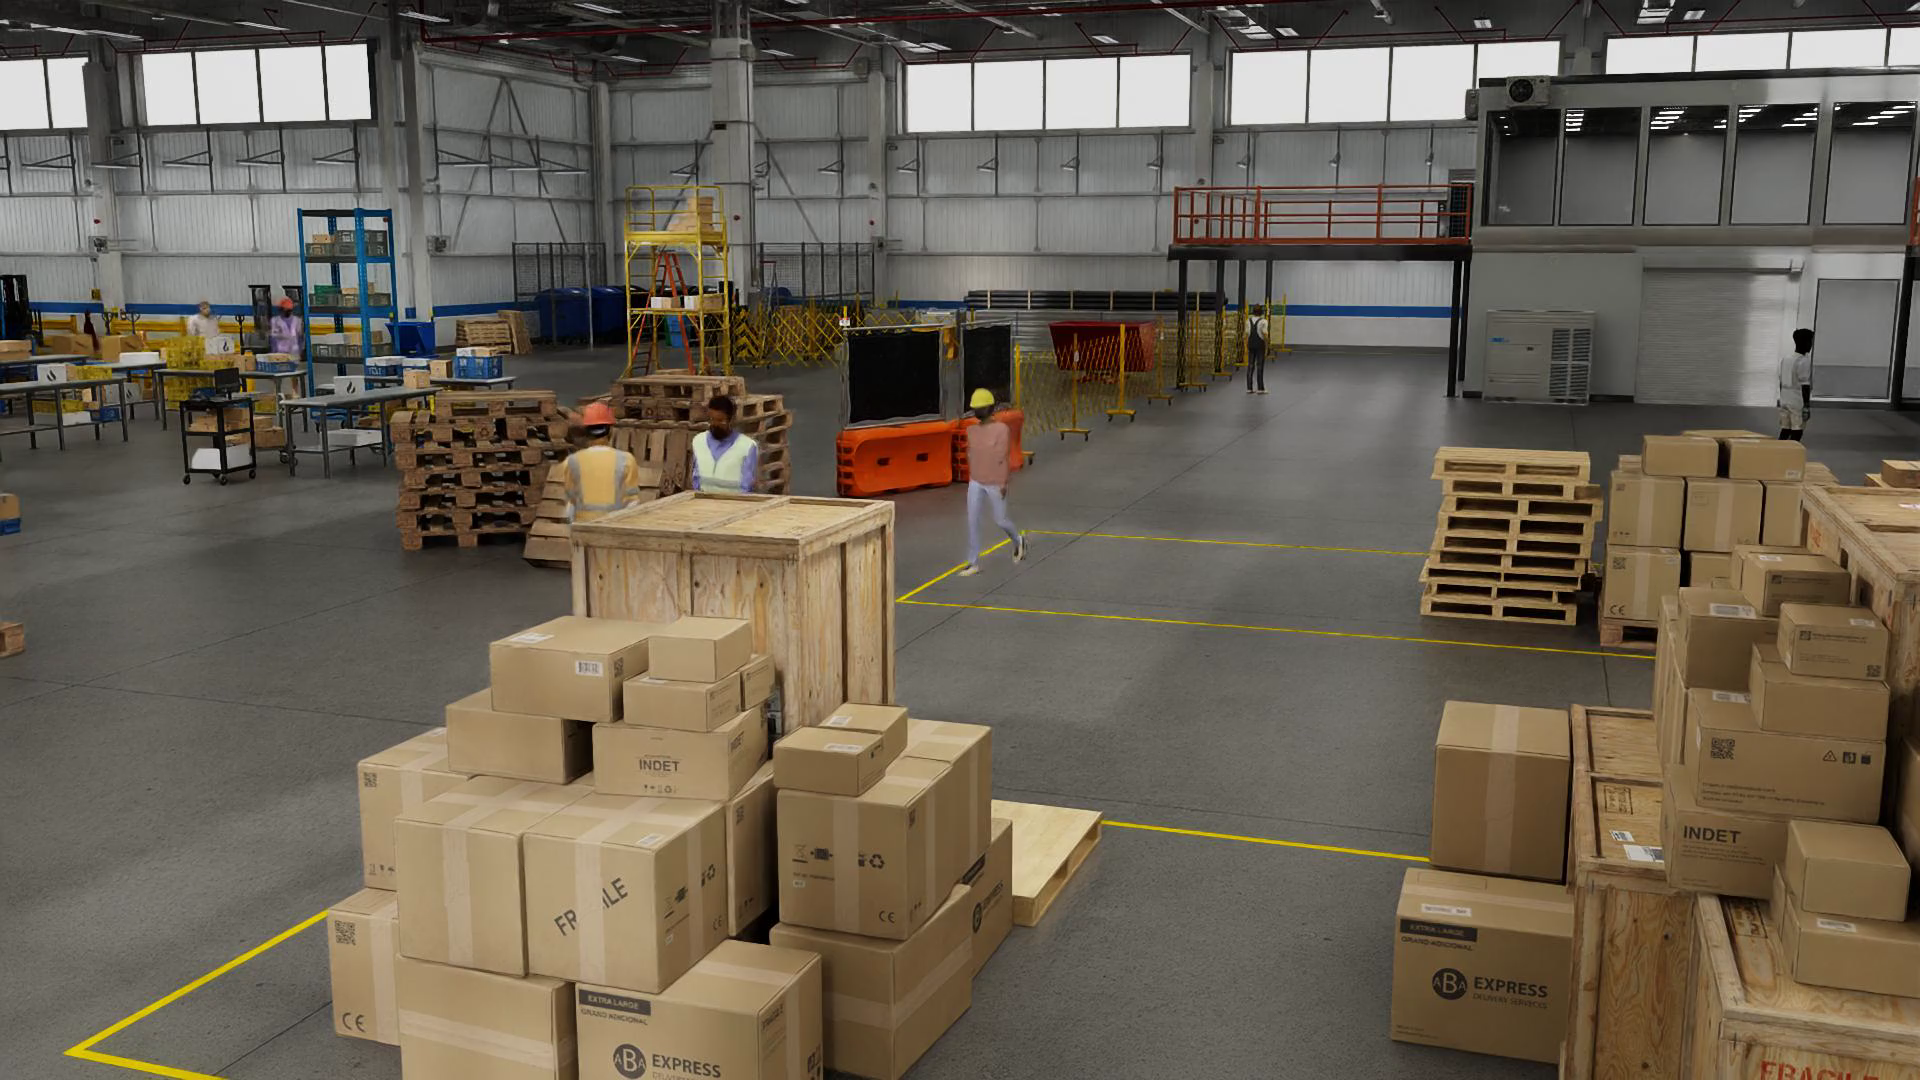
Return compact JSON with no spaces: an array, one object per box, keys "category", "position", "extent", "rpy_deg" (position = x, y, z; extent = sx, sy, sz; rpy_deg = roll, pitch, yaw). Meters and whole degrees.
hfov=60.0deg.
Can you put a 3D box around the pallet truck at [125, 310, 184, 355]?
[{"category":"pallet truck","position":[-22.038,-5.665,45.457],"extent":[0.704,1.261,1.522],"rpy_deg":[3,11,17]}]

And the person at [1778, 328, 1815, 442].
[{"category":"person","position":[10.877,-1.773,21.632],"extent":[0.361,1.965,0.612],"rpy_deg":[-1,10,-3]}]

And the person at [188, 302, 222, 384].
[{"category":"person","position":[-15.185,-3.876,33.706],"extent":[0.813,1.876,0.680],"rpy_deg":[5,11,27]}]

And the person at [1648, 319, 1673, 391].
[{"category":"person","position":[14.323,-3.911,33.813],"extent":[0.642,1.909,0.408],"rpy_deg":[0,10,-2]}]

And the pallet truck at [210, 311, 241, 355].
[{"category":"pallet truck","position":[-19.537,-5.575,44.913],"extent":[0.653,1.274,1.630],"rpy_deg":[3,11,19]}]

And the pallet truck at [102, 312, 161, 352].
[{"category":"pallet truck","position":[-23.057,-5.777,46.261],"extent":[0.680,1.201,1.601],"rpy_deg":[3,11,19]}]

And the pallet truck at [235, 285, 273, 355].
[{"category":"pallet truck","position":[-18.327,-5.835,44.421],"extent":[0.823,1.965,1.885],"rpy_deg":[4,11,23]}]

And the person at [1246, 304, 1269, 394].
[{"category":"person","position":[6.054,-3.887,33.884],"extent":[0.508,1.846,0.345],"rpy_deg":[8,13,38]}]

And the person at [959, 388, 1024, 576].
[{"category":"person","position":[0.296,-0.556,15.426],"extent":[0.520,1.735,0.755],"rpy_deg":[7,12,33]}]

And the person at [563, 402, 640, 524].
[{"category":"person","position":[-2.571,-0.036,12.013],"extent":[0.544,1.915,0.512],"rpy_deg":[-1,10,-4]}]

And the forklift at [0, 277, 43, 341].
[{"category":"forklift","position":[-27.151,-6.329,46.328],"extent":[1.157,1.987,2.680],"rpy_deg":[3,11,17]}]

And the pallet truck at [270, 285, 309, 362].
[{"category":"pallet truck","position":[-17.147,-5.700,43.663],"extent":[0.823,1.965,1.885],"rpy_deg":[3,11,17]}]

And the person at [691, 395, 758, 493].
[{"category":"person","position":[-1.837,-0.181,12.867],"extent":[0.609,1.892,0.522],"rpy_deg":[4,11,21]}]

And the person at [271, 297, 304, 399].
[{"category":"person","position":[-13.258,-3.773,32.758],"extent":[0.628,2.021,0.679],"rpy_deg":[-9,13,-41]}]
